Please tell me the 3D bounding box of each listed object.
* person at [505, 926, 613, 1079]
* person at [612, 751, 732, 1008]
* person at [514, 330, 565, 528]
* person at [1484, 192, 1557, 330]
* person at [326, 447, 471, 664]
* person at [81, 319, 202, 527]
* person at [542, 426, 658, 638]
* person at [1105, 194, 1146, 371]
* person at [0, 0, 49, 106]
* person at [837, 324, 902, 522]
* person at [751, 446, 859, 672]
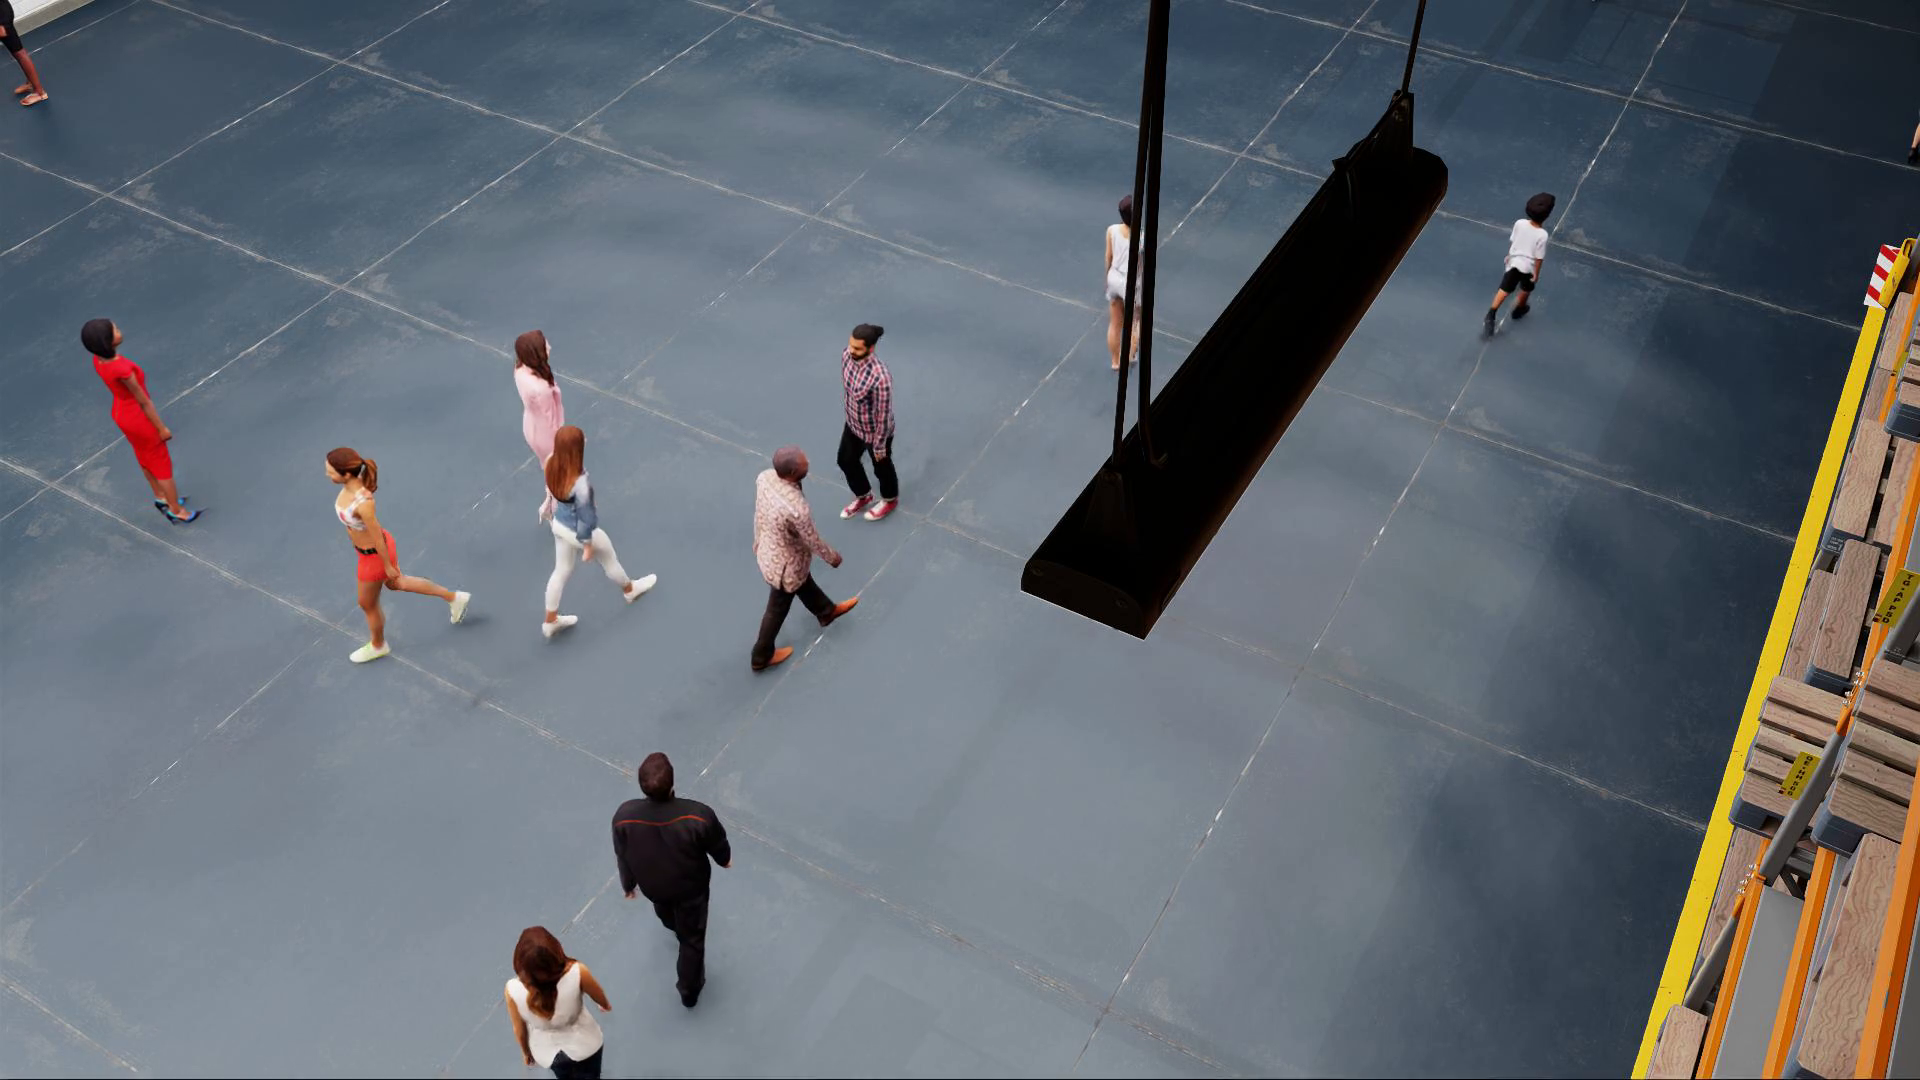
[{"bbox_3d":[-1.948,2.562,8.255,0.897,1.765,0.987,-6,44,-6],"label":"person"},{"bbox_3d":[-1.554,1.890,8.928,1.000,1.811,1.128,2,44,2],"label":"person"},{"bbox_3d":[-2.961,-0.689,11.652,0.787,1.787,0.756,-24,48,-23],"label":"person"},{"bbox_3d":[4.617,-2.281,13.717,0.877,1.244,0.628,-33,53,-30],"label":"person"},{"bbox_3d":[-3.737,0.061,10.881,1.157,1.765,0.988,-19,47,-18],"label":"person"},{"bbox_3d":[-5.847,-0.832,11.835,0.595,1.741,0.546,29,51,27],"label":"person"},{"bbox_3d":[-2.623,-0.017,11.041,0.802,1.658,1.165,34,53,30],"label":"person"},{"bbox_3d":[1.294,-1.978,13.142,0.576,1.598,0.566,21,47,20],"label":"person"},{"bbox_3d":[-9.453,-5.147,16.381,0.672,1.719,0.686,-23,48,-23],"label":"person"},{"bbox_3d":[-0.592,-0.869,11.867,0.824,1.752,0.843,-31,52,-28],"label":"person"},{"bbox_3d":[-1.212,0.173,10.766,1.216,1.762,1.045,-20,47,-20],"label":"person"}]
